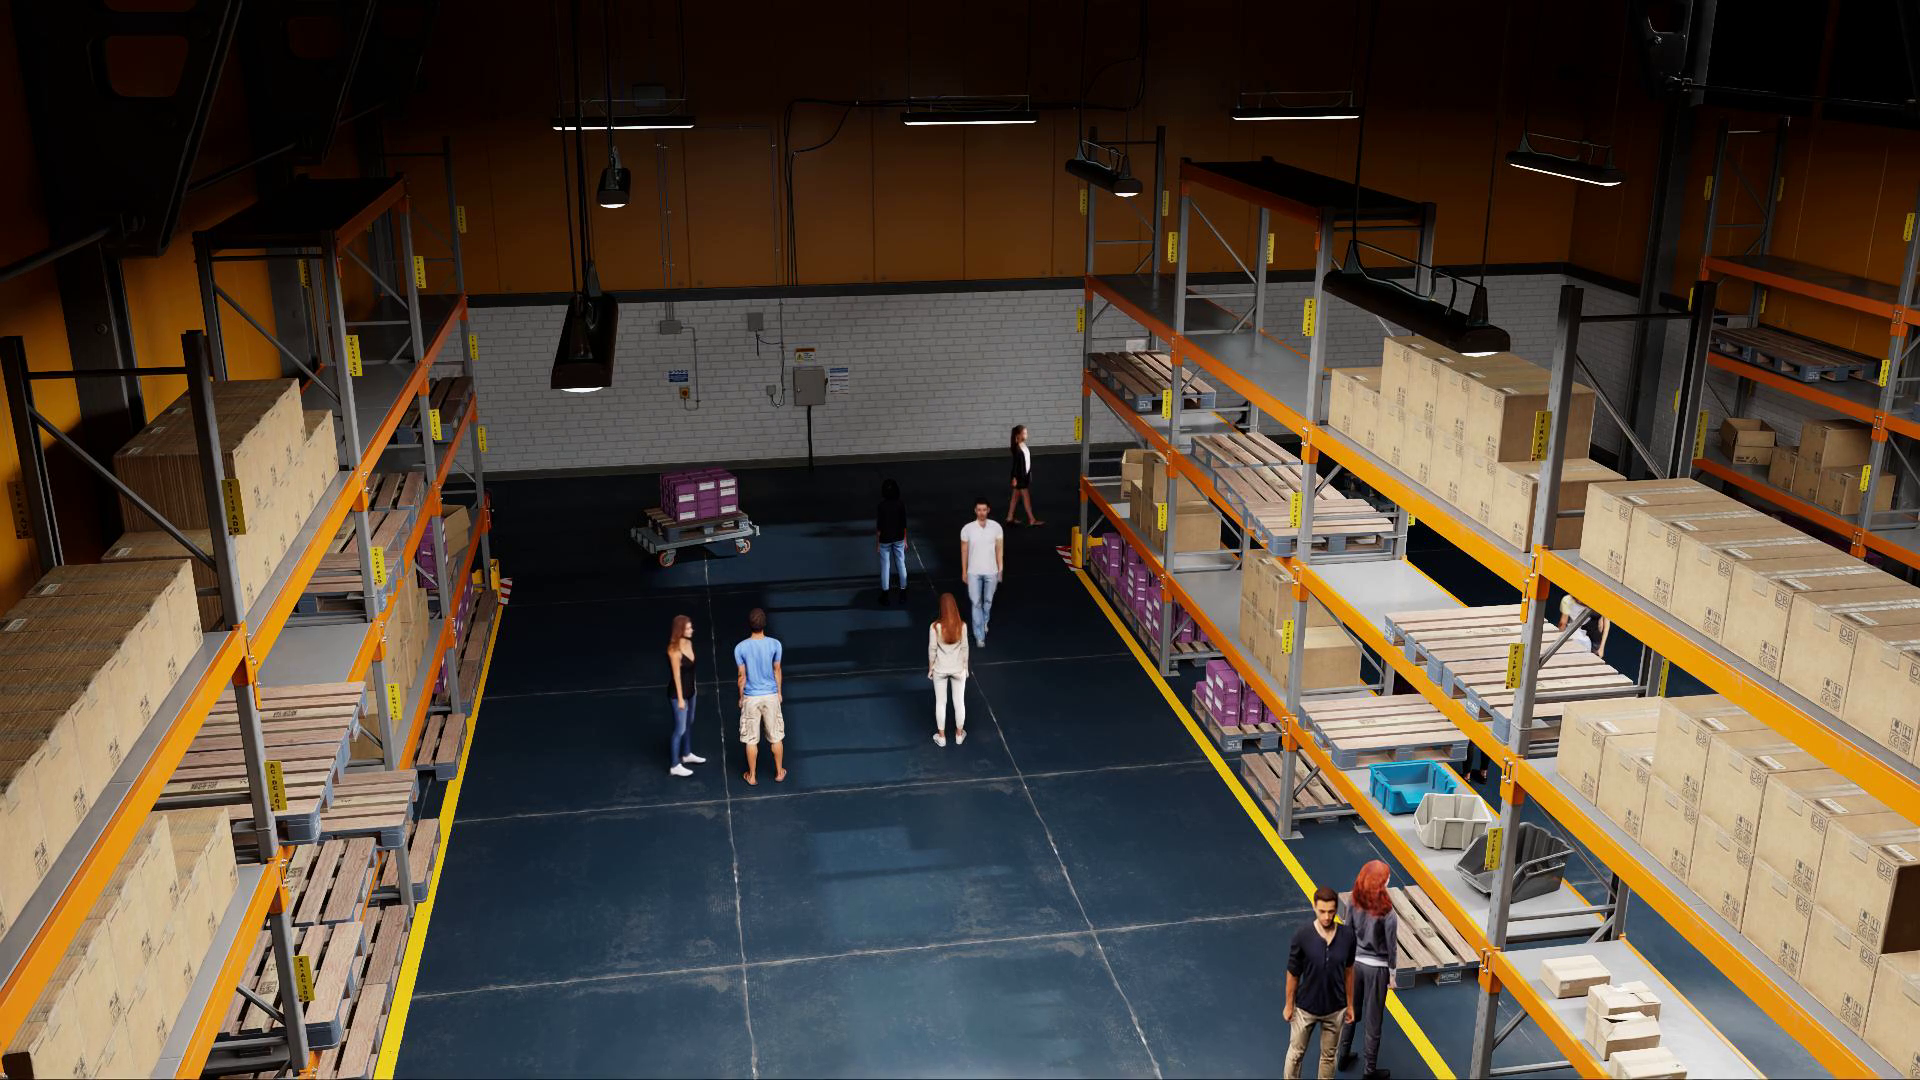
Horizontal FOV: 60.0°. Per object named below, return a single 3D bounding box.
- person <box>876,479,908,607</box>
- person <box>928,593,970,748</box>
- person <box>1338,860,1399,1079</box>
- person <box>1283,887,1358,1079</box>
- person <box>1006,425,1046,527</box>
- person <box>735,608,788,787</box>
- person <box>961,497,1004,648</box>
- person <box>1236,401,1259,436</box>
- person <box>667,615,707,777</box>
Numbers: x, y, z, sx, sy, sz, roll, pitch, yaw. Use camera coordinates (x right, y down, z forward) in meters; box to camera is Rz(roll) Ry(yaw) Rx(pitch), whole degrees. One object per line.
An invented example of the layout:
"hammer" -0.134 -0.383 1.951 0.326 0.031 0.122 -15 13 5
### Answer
"person" -0.898 0.023 21.703 0.590 1.701 0.559 -5 19 -15
"person" -0.114 1.377 17.671 0.600 1.708 0.556 -2 19 -6
"person" 3.006 3.159 12.267 0.716 1.779 0.600 -16 24 -39
"person" 2.546 3.281 11.783 0.686 1.857 0.576 0 19 -1
"person" 0.825 -0.970 24.904 0.883 1.539 0.908 7 20 20
"person" -2.014 1.580 16.822 0.662 1.864 0.581 -5 19 -14
"person" 0.279 0.361 20.519 0.731 1.816 1.161 -2 19 -5
"person" 4.331 -1.287 25.557 0.800 1.723 0.782 -10 21 -28
"person" -2.853 1.571 17.080 0.703 1.718 0.585 5 19 15
